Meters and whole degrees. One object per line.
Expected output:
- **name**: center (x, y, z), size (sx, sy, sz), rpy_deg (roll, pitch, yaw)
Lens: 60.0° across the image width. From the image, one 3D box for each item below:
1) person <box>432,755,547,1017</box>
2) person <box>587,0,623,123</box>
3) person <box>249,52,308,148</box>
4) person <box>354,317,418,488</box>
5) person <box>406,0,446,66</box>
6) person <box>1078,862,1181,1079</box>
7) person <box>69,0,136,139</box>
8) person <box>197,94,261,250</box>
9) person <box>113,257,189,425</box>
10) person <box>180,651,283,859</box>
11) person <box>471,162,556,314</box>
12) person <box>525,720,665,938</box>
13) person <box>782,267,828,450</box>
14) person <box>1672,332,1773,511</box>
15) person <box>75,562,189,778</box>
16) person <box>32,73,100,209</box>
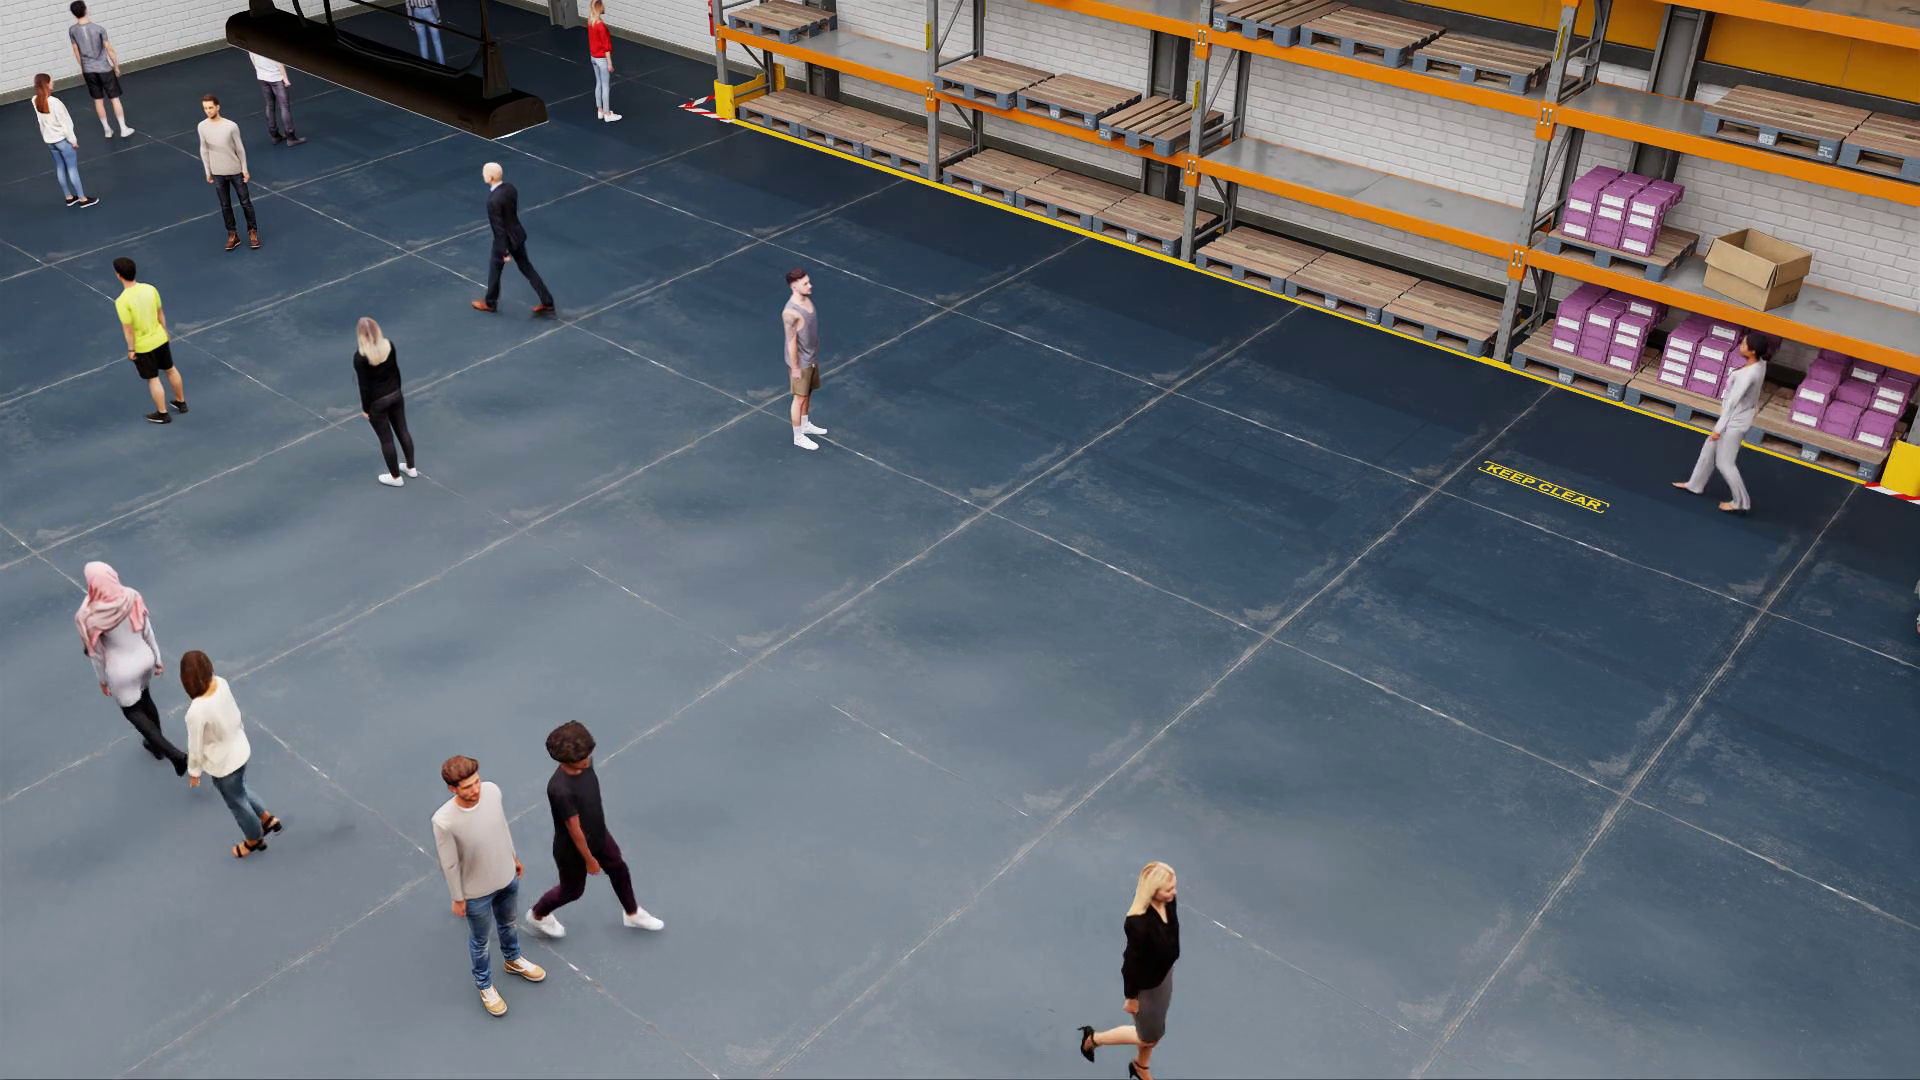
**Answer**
- **person**: center (-2.886, 2.044, 10.091), size (0.590, 1.903, 0.691), rpy_deg (21, 39, 28)
- **person**: center (-5.091, -6.814, 23.597), size (0.718, 1.703, 0.505), rpy_deg (-24, 41, -32)
- **person**: center (-9.412, -6.311, 22.724), size (0.621, 1.832, 0.788), rpy_deg (14, 36, 20)
- **person**: center (-5.286, -1.275, 15.280), size (0.561, 1.687, 0.626), rpy_deg (20, 38, 27)
- **person**: center (-8.037, -7.806, 25.008), size (0.701, 1.795, 0.743), rpy_deg (-5, 34, -8)
- **person**: center (0.979, 2.491, 9.483), size (0.846, 1.831, 0.709), rpy_deg (16, 37, 23)
- **person**: center (-11.920, -6.502, 22.975), size (0.722, 1.873, 0.769), rpy_deg (-5, 34, -7)
- **person**: center (-8.725, -4.395, 19.810), size (0.742, 1.868, 0.782), rpy_deg (-6, 34, -9)
- **person**: center (-7.956, -1.973, 16.310), size (0.602, 1.708, 0.666), rpy_deg (16, 37, 23)
- **person**: center (-4.848, 1.458, 11.188), size (0.821, 1.665, 0.767), rpy_deg (-3, 34, -4)
- **person**: center (-4.856, -3.253, 18.191), size (1.293, 1.757, 0.981), rpy_deg (10, 35, 14)
- **person**: center (-2.467, 1.871, 10.493), size (1.176, 1.745, 0.901), rpy_deg (8, 34, 12)
- **person**: center (-1.508, -1.760, 15.929), size (0.722, 1.845, 0.716), rpy_deg (7, 34, 11)
- **person**: center (6.999, -1.033, 14.887), size (0.946, 1.718, 0.644), rpy_deg (24, 40, 31)
- **person**: center (-5.856, 0.954, 11.839), size (1.005, 1.784, 0.635), rpy_deg (23, 40, 31)
- **person**: center (-11.322, -5.026, 20.915), size (0.590, 1.695, 0.739), rpy_deg (13, 36, 19)
